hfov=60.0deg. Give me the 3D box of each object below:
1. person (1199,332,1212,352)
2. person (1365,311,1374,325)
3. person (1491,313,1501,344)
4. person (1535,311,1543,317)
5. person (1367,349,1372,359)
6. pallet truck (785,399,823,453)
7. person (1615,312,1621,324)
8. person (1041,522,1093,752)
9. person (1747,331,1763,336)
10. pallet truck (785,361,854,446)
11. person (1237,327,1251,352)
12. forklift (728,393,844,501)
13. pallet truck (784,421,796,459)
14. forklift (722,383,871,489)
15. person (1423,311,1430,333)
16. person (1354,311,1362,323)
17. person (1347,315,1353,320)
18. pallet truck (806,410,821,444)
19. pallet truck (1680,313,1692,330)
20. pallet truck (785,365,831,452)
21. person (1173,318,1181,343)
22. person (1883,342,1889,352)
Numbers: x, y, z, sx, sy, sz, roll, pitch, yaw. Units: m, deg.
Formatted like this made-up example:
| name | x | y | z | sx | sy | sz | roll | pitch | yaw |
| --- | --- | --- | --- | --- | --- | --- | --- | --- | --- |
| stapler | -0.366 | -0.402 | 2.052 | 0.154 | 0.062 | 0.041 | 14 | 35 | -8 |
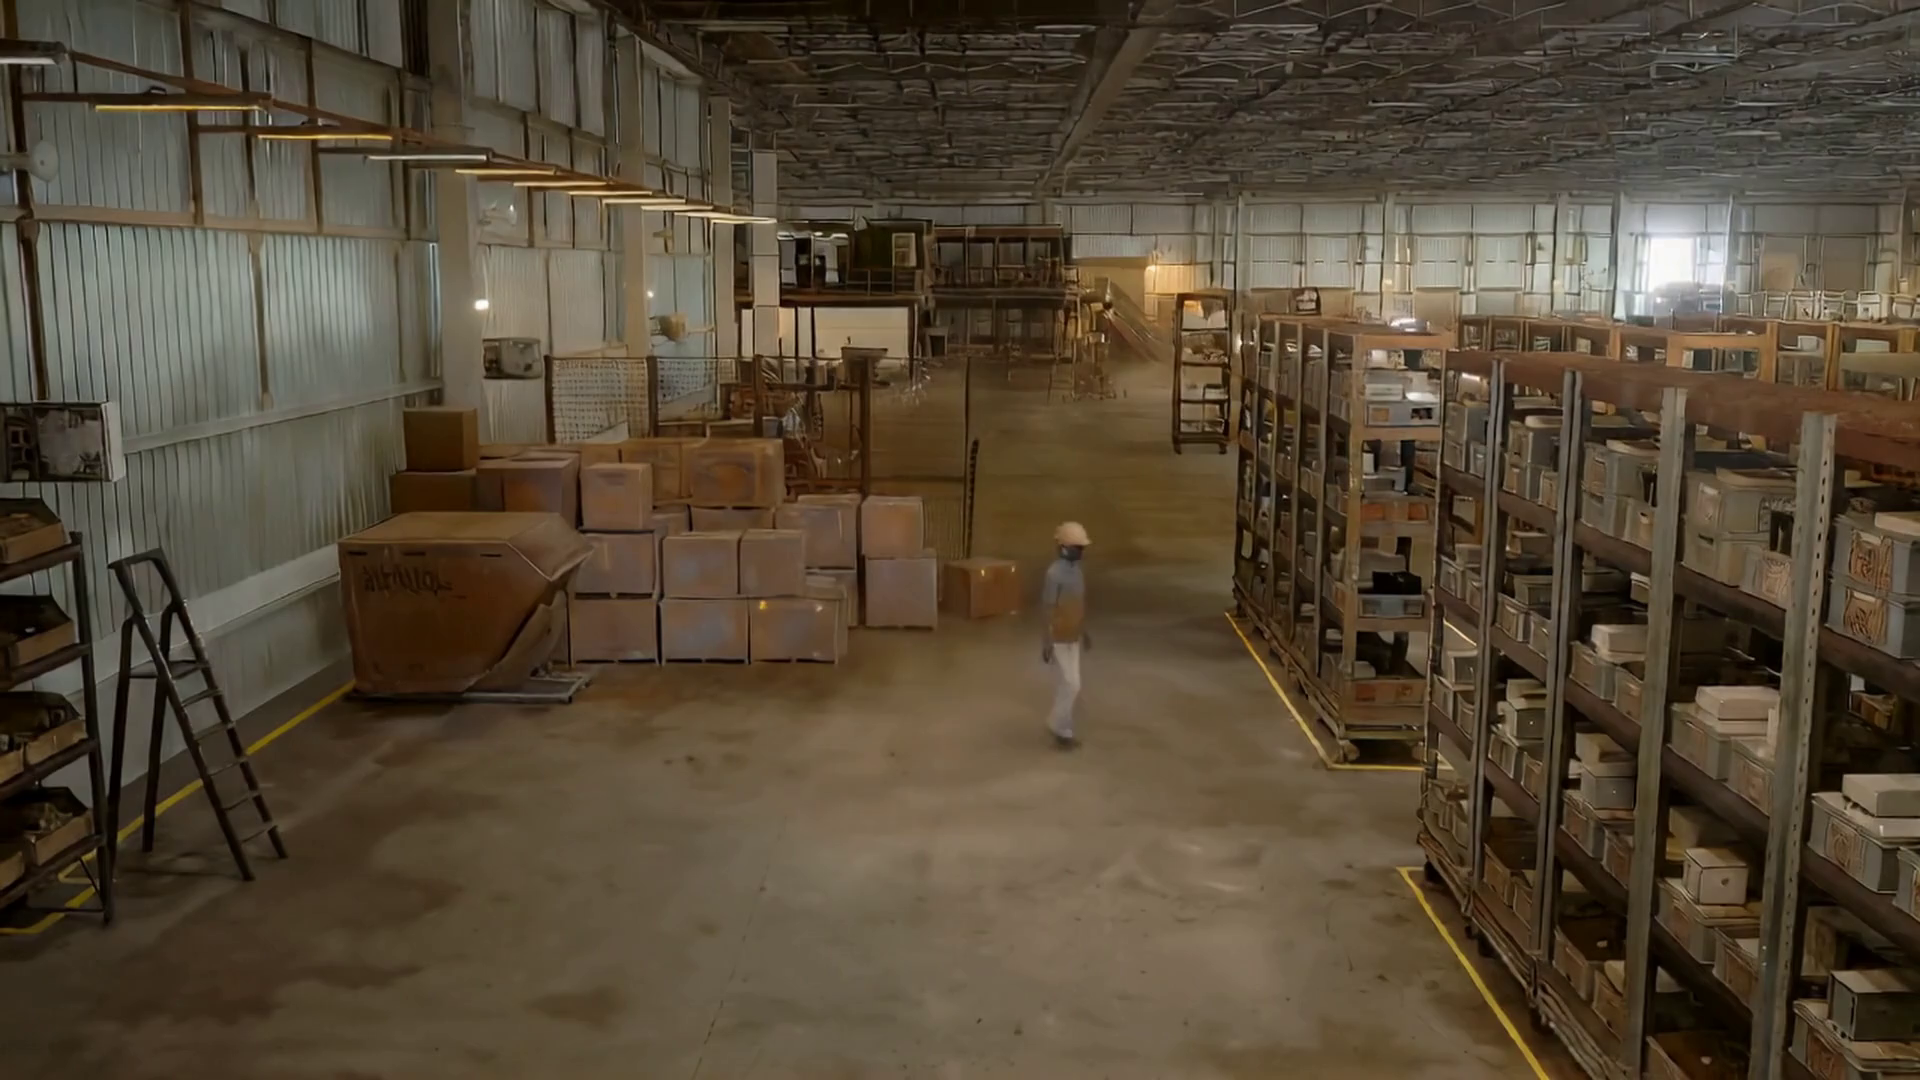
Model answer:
| name | x | y | z | sx | sy | sz | roll | pitch | yaw |
| --- | --- | --- | --- | --- | --- | --- | --- | --- | --- |
| person | 11.134 | -9.108 | 75.758 | 0.574 | 1.896 | 0.931 | -2 | 9 | -13 |
| person | 22.168 | -11.434 | 90.046 | 0.596 | 1.921 | 0.386 | -8 | 12 | -39 |
| person | 27.972 | -10.917 | 86.868 | 0.646 | 1.917 | 0.552 | -6 | 11 | -34 |
| person | 32.094 | -11.781 | 92.289 | 0.573 | 1.887 | 0.354 | 9 | 13 | 44 |
| person | 13.583 | -5.752 | 55.427 | 0.924 | 1.786 | 0.611 | -1 | 9 | -9 |
| pallet truck | -3.814 | -2.432 | 36.419 | 1.630 | 1.274 | 0.653 | 0 | 9 | 1 |
| person | 34.682 | -11.087 | 87.947 | 0.792 | 1.905 | 0.591 | 3 | 10 | 16 |
| person | 0.937 | 0.830 | 14.187 | 0.468 | 1.981 | 0.652 | 5 | 10 | 28 |
| person | 35.733 | -9.012 | 74.740 | 0.702 | 2.000 | 0.536 | 8 | 12 | 40 |
| pallet truck | -3.410 | -3.193 | 38.978 | 1.885 | 1.965 | 0.823 | 0 | 9 | -1 |
| person | 12.658 | -8.803 | 74.018 | 0.601 | 1.857 | 1.022 | -1 | 9 | -5 |
| forklift | -2.979 | -1.316 | 26.476 | 2.680 | 1.987 | 1.157 | 0 | 9 | 1 |
| pallet truck | -4.013 | -1.793 | 32.705 | 1.601 | 1.201 | 0.680 | 0 | 9 | 1 |
| forklift | -2.893 | -1.687 | 28.729 | 2.680 | 1.987 | 1.157 | 0 | 9 | -1 |
| person | 25.928 | -11.792 | 92.455 | 0.391 | 1.853 | 0.533 | 5 | 10 | 28 |
| person | 22.382 | -12.016 | 94.007 | 0.894 | 1.807 | 0.628 | -6 | 11 | -32 |
| person | 19.659 | -10.318 | 83.313 | 0.982 | 1.882 | 0.601 | -1 | 9 | -7 |
| pallet truck | -3.559 | -2.018 | 33.905 | 1.522 | 1.261 | 0.704 | 0 | 9 | -1 |
| pallet truck | 36.315 | -10.531 | 84.244 | 0.823 | 1.965 | 1.885 | -6 | 11 | -33 |
| pallet truck | -3.774 | -2.976 | 37.635 | 1.885 | 1.965 | 0.823 | 1 | 9 | 5 |
| person | 10.532 | -9.831 | 80.397 | 0.518 | 1.842 | 0.329 | -7 | 11 | -36 |
| person | 33.804 | -6.541 | 60.552 | 0.317 | 1.696 | 0.538 | 0 | 9 | 1 |
